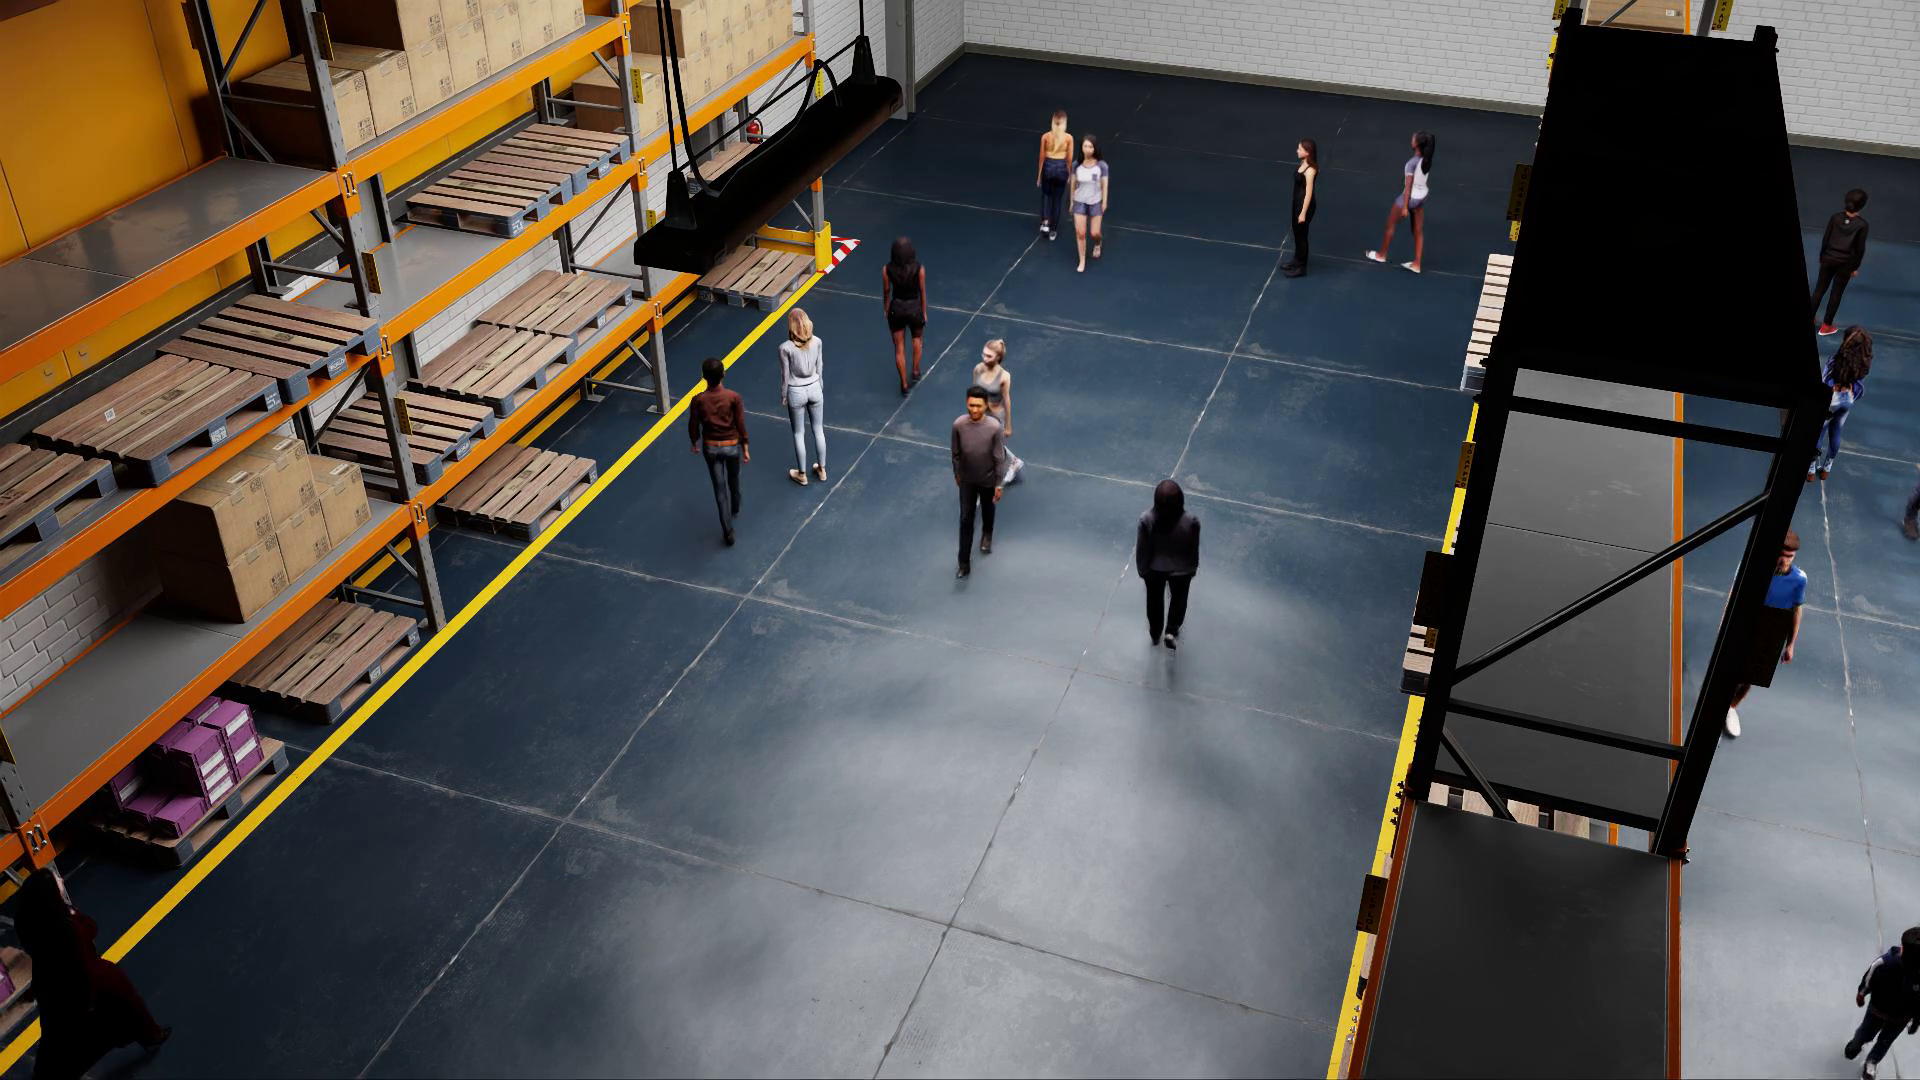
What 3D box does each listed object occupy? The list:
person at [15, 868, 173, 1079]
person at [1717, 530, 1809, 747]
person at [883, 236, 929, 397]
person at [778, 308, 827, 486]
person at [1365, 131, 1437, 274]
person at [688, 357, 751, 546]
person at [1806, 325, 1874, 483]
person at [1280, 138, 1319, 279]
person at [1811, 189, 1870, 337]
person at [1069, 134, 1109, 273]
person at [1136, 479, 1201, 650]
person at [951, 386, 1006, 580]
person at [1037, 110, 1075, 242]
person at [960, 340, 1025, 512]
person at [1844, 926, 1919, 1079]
[{"bbox_3d":[-5.264,2.668,9.721,0.669,1.710,1.102,13,36,18],"label":"person"},{"bbox_3d":[6.020,0.669,12.605,0.734,1.849,0.788,4,34,5],"label":"person"},{"bbox_3d":[-0.565,-2.270,17.136,0.739,1.727,0.820,0,34,1],"label":"person"},{"bbox_3d":[-1.470,-1.360,15.706,0.651,1.793,0.718,-16,37,-22],"label":"person"},{"bbox_3d":[5.442,-3.978,19.731,0.990,1.698,0.942,-28,43,-35],"label":"person"},{"bbox_3d":[-2.123,-0.751,14.831,0.964,1.748,1.120,-4,34,-6],"label":"person"},{"bbox_3d":[8.300,-1.308,15.787,0.701,1.618,0.708,-5,34,-7],"label":"person"},{"bbox_3d":[4.054,-3.931,19.671,0.722,1.687,0.588,0,34,-1],"label":"person"},{"bbox_3d":[9.718,-3.079,18.401,0.660,1.674,0.669,-27,42,-34],"label":"person"},{"bbox_3d":[1.544,-4.048,19.842,0.622,1.692,0.731,8,35,12],"label":"person"},{"bbox_3d":[1.681,0.236,13.494,0.770,1.585,0.849,3,34,5],"label":"person"},{"bbox_3d":[0.203,-0.569,14.584,0.756,1.719,1.169,8,34,12],"label":"person"},{"bbox_3d":[1.177,-4.471,20.547,0.650,1.615,0.664,2,34,3],"label":"person"},{"bbox_3d":[0.344,-1.119,15.461,0.856,1.663,1.226,26,42,34],"label":"person"},{"bbox_3d":[5.636,2.762,10.026,0.558,1.217,0.574,17,37,24],"label":"person"}]
